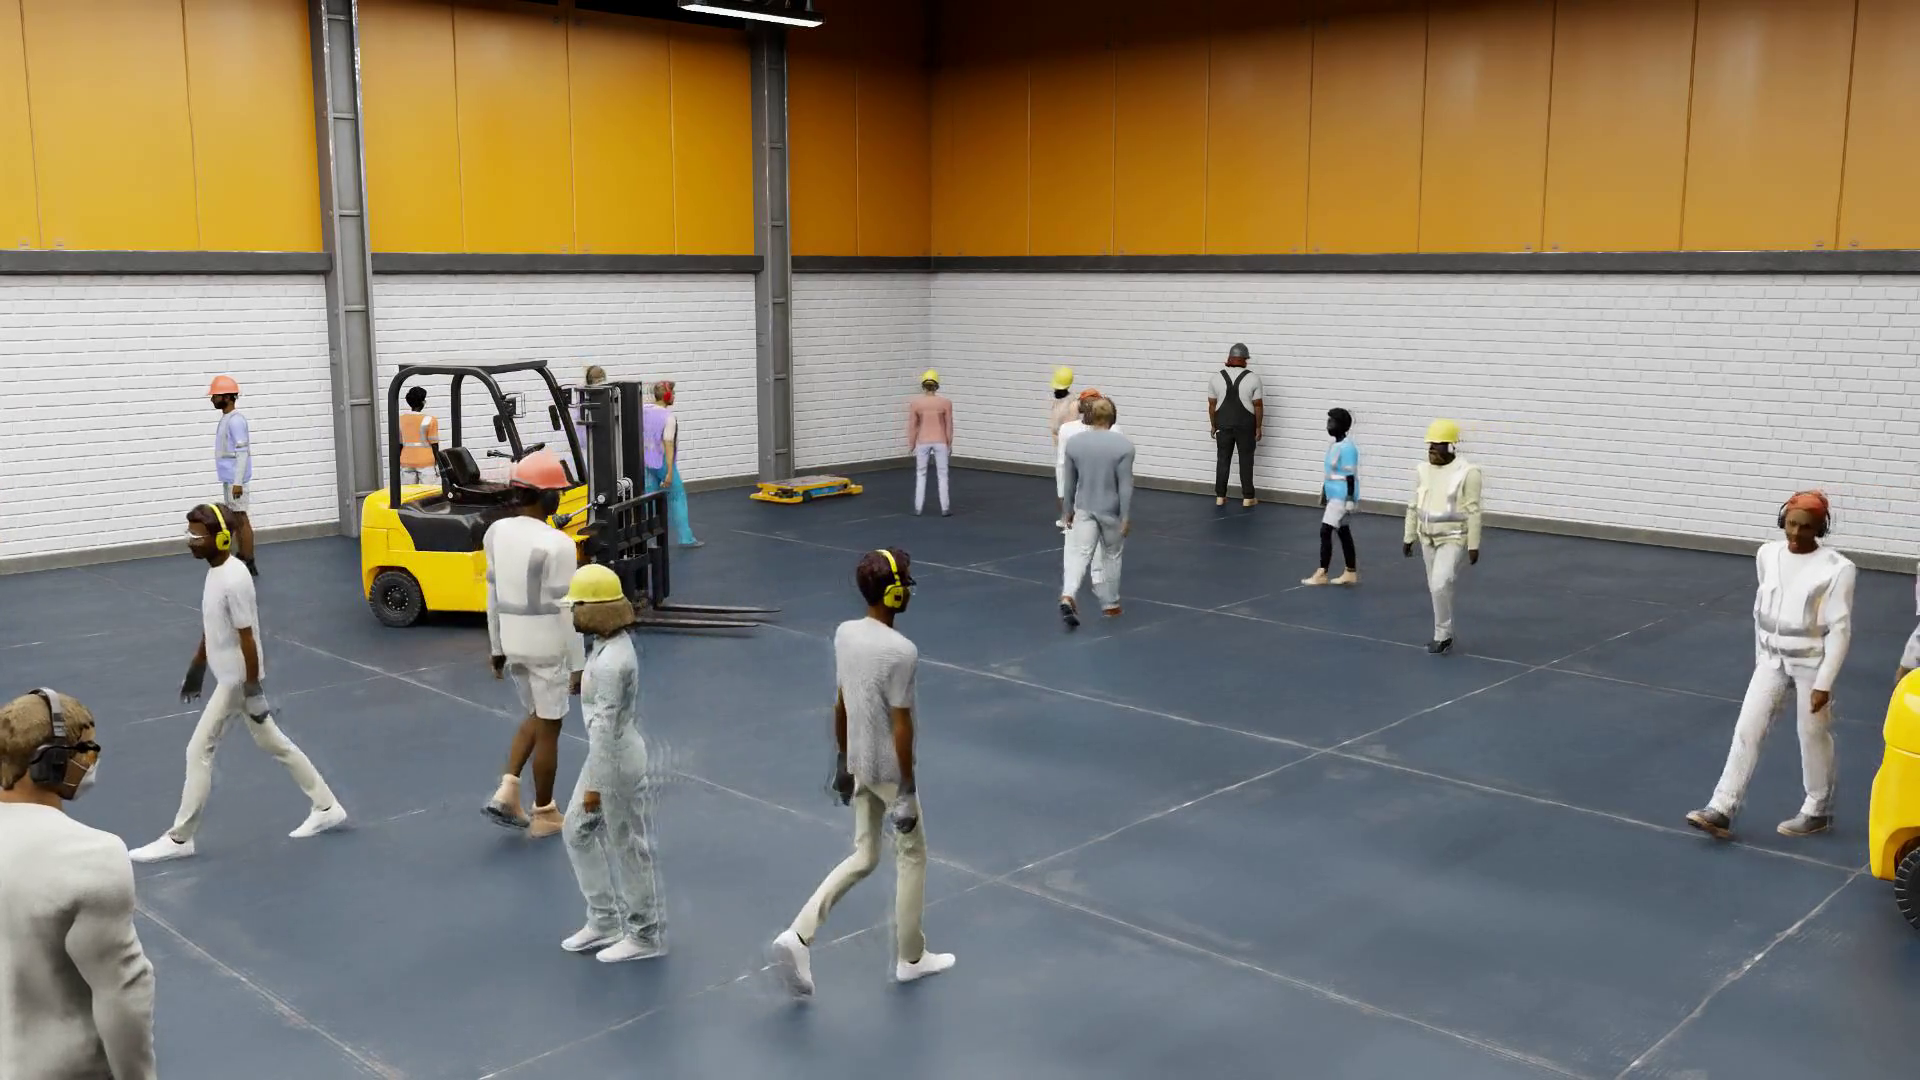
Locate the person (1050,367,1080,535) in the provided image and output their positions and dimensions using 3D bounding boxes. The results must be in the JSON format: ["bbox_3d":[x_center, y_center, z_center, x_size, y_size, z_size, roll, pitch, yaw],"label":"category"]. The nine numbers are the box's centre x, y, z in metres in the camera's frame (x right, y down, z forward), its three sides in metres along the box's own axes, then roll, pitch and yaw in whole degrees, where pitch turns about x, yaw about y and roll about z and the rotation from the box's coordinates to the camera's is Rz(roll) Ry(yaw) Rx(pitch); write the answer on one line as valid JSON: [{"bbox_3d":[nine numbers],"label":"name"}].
[{"bbox_3d":[1.144,-1.001,18.560,0.425,1.876,0.762,-3,10,-16],"label":"person"}]

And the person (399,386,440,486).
[{"bbox_3d":[-5.850,-0.814,17.984,0.530,1.689,0.321,3,10,17],"label":"person"}]

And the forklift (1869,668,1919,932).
[{"bbox_3d":[5.205,0.723,7.013,2.313,2.155,1.214,9,13,43],"label":"forklift"}]

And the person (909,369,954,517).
[{"bbox_3d":[-0.335,-1.153,19.836,0.527,1.767,0.320,1,9,4],"label":"person"}]

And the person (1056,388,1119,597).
[{"bbox_3d":[1.152,-0.420,14.974,0.572,1.883,0.355,-1,9,-4],"label":"person"}]

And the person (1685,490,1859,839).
[{"bbox_3d":[4.171,0.663,8.477,0.944,1.837,0.602,-4,10,-25],"label":"person"}]

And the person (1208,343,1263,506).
[{"bbox_3d":[3.465,-1.450,20.804,0.688,2.000,0.536,4,10,23],"label":"person"}]

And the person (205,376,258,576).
[{"bbox_3d":[-6.984,-0.605,15.933,0.358,1.936,0.552,-6,11,-33],"label":"person"}]

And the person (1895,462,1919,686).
[{"bbox_3d":[5.610,0.409,9.443,0.488,2.025,0.636,7,12,37],"label":"person"}]

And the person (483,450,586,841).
[{"bbox_3d":[-2.162,0.554,8.544,0.642,2.030,0.438,7,11,35],"label":"person"}]

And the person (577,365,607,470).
[{"bbox_3d":[-4.100,-1.015,18.588,0.477,1.895,0.682,1,9,8],"label":"person"}]

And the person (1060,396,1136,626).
[{"bbox_3d":[1.121,-0.235,13.772,0.653,1.912,0.930,5,10,27],"label":"person"}]

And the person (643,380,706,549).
[{"bbox_3d":[-3.136,-0.766,17.334,0.912,1.809,0.565,-9,13,-44],"label":"person"}]

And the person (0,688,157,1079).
[{"bbox_3d":[-2.249,1.323,4.136,0.629,1.933,0.379,4,10,21],"label":"person"}]

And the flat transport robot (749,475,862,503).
[{"bbox_3d":[-1.973,-0.666,21.408,0.652,0.197,1.431,7,12,38],"label":"flat transport robot"}]

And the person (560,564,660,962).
[{"bbox_3d":[-1.537,0.953,7.004,0.554,1.722,0.511,-2,10,-14],"label":"person"}]

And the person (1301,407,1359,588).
[{"bbox_3d":[3.406,-0.383,15.376,0.693,1.670,0.548,0,9,-1],"label":"person"}]

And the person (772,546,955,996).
[{"bbox_3d":[-0.375,0.945,6.723,0.771,1.851,0.518,-7,12,-38],"label":"person"}]

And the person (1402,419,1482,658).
[{"bbox_3d":[3.635,-0.013,12.690,0.611,1.808,0.621,-6,11,-33],"label":"person"}]

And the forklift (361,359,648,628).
[{"bbox_3d":[-3.850,-0.407,13.936,2.313,2.155,1.214,2,9,11],"label":"forklift"}]

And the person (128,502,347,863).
[{"bbox_3d":[-3.648,0.693,8.393,1.026,1.814,0.529,-4,10,-24],"label":"person"}]
